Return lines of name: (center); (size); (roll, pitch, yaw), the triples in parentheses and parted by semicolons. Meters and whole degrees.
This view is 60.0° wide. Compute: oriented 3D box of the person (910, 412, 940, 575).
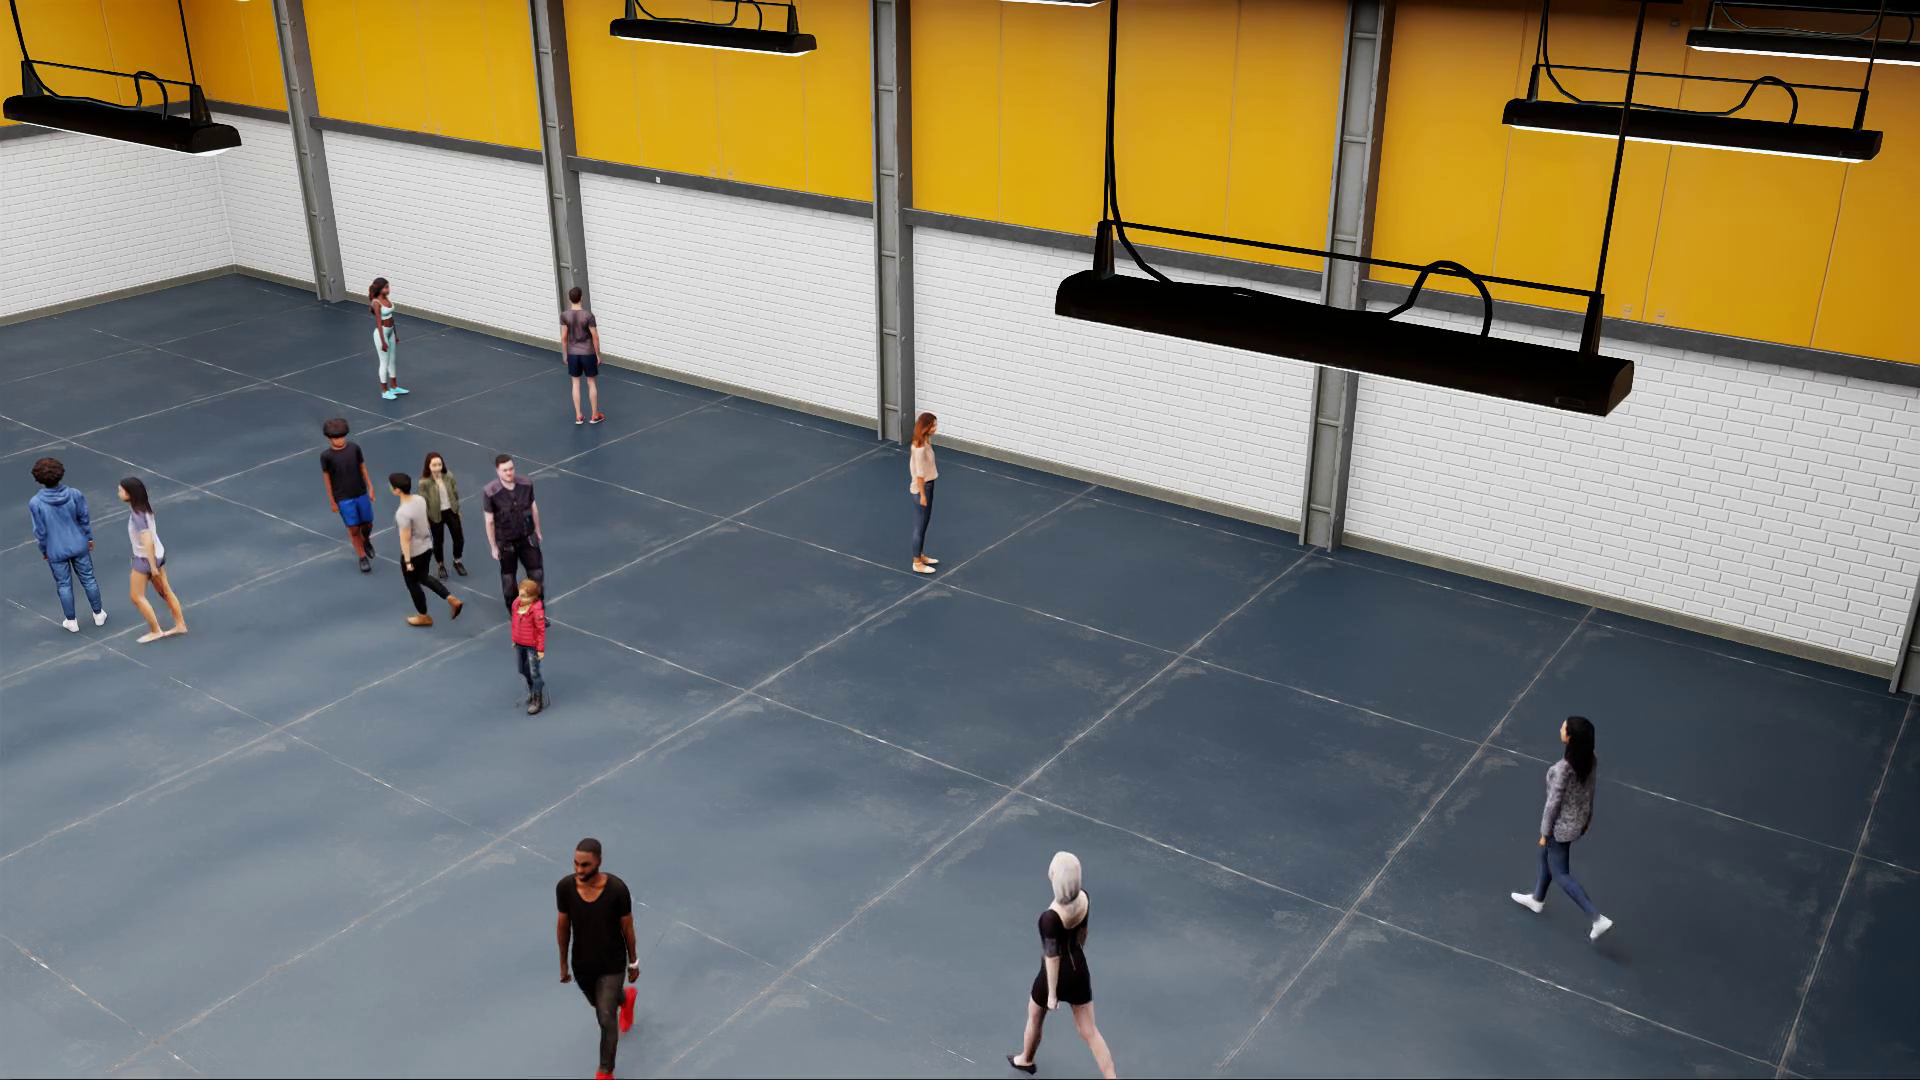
person: (-0.406, -0.528, 17.879); (0.665, 1.788, 0.667); (4, 24, 8)

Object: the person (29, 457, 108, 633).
person: (-8.901, 0.037, 16.558); (0.746, 1.811, 0.694); (-16, 28, -32)

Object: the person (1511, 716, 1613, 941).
person: (4.439, 2.092, 11.992); (0.823, 1.703, 1.140); (-18, 29, -35)

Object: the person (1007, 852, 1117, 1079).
person: (0.728, 2.783, 10.311); (0.736, 1.784, 1.196); (-21, 31, -39)

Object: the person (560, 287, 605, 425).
person: (-5.064, -2.466, 22.235); (0.678, 1.851, 0.792); (1, 24, 1)

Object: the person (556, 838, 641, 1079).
person: (-2.269, 2.639, 10.650); (1.179, 1.776, 1.041); (4, 24, 10)

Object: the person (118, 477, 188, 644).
person: (-7.876, 0.179, 16.353); (0.816, 1.716, 0.758); (-7, 25, -16)

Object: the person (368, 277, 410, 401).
person: (-8.026, -2.827, 23.219); (0.652, 1.724, 0.639); (4, 24, 9)

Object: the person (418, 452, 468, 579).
person: (-5.525, -0.271, 17.702); (0.675, 1.459, 0.701); (-16, 28, -33)

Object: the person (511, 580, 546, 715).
person: (-3.926, 0.934, 15.138); (0.593, 1.305, 0.641); (16, 28, 32)

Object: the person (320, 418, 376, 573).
person: (-6.575, -0.518, 17.882); (0.847, 1.768, 0.948); (-15, 28, -30)

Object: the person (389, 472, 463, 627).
person: (-5.319, 0.125, 16.503); (0.954, 1.694, 0.806); (8, 25, 17)

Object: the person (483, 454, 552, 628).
person: (-4.499, -0.026, 16.678); (0.887, 1.831, 0.937); (-15, 28, -30)
